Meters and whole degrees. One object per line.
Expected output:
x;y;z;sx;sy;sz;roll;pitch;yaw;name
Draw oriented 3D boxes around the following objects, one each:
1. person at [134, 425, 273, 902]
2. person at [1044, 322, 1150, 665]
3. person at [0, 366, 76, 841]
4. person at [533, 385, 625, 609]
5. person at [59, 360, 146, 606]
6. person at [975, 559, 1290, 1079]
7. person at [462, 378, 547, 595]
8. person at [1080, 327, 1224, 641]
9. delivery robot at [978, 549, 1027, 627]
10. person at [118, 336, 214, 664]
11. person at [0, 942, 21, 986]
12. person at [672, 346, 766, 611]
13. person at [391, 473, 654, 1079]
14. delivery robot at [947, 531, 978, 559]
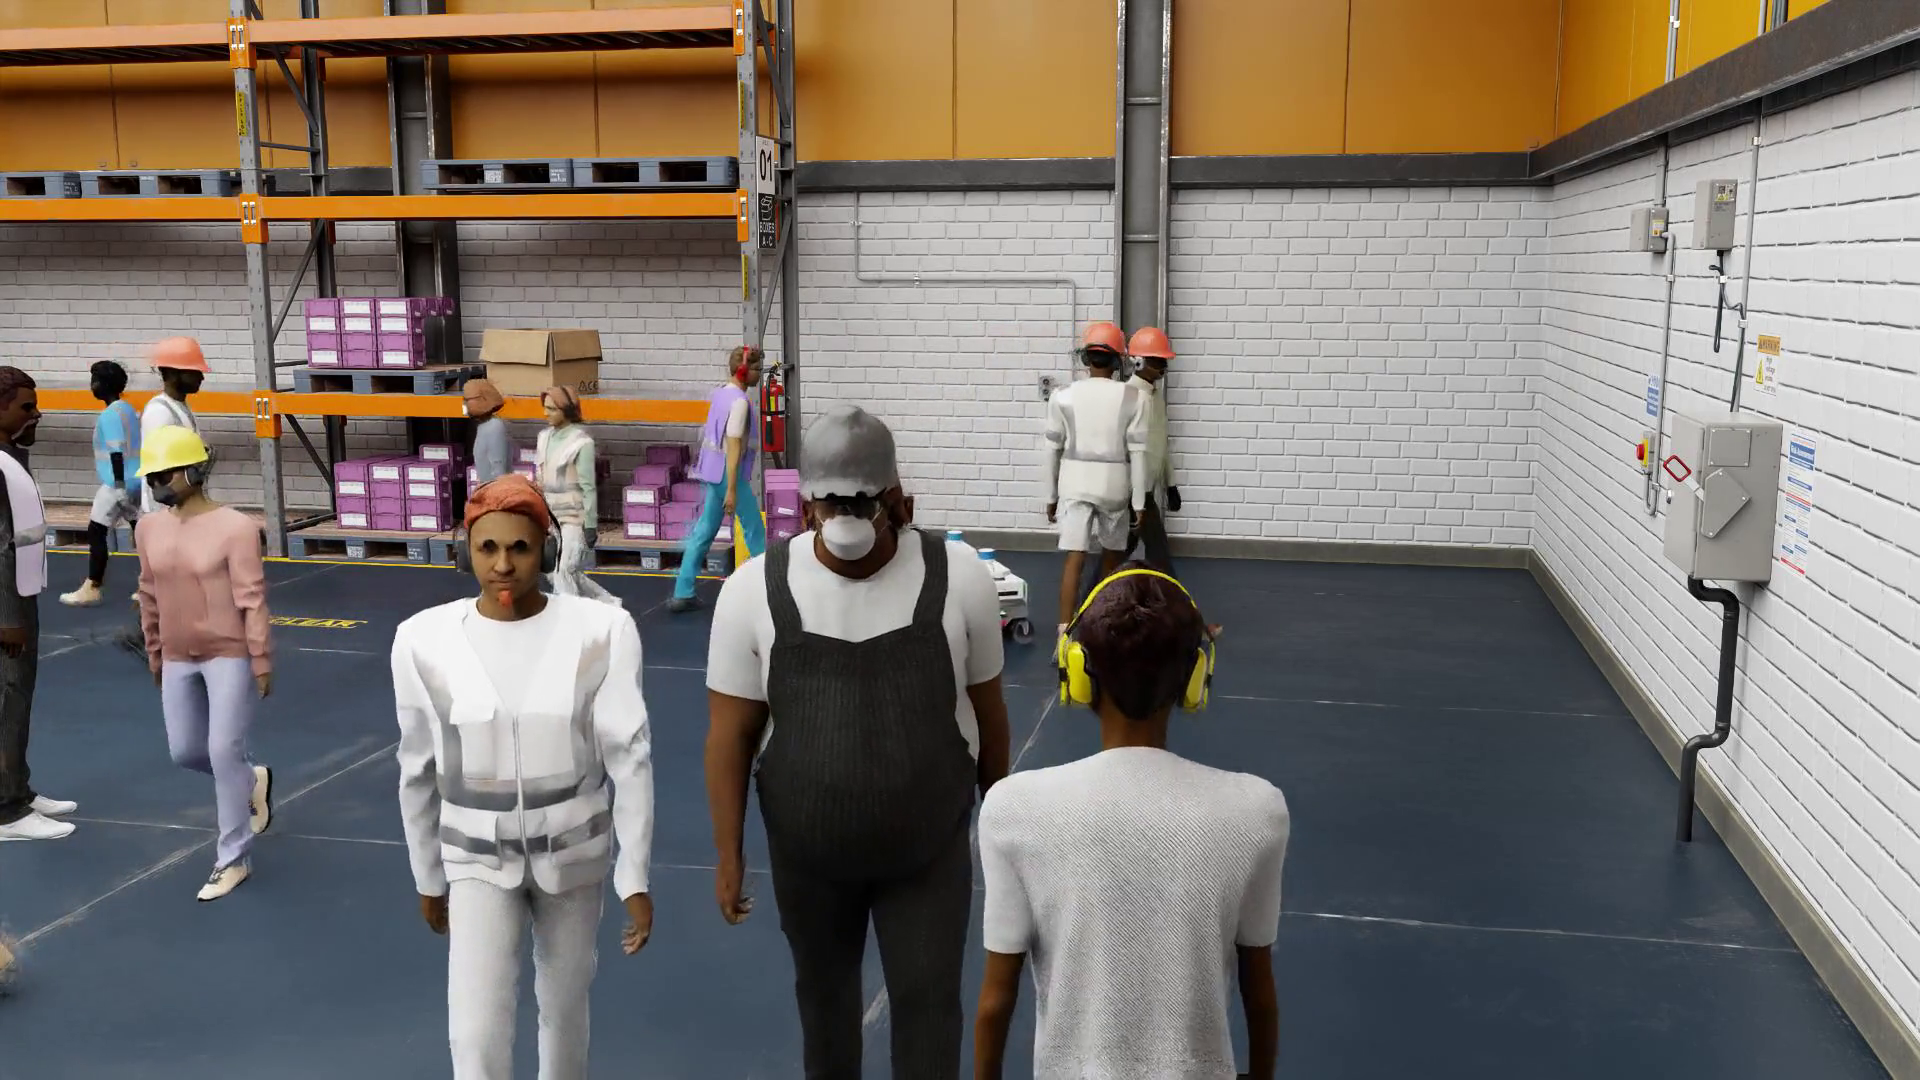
-2.798;0.422;6.276;0.549;1.740;0.635;2;10;10;person
0.791;-0.275;9.785;0.629;1.998;1.034;2;10;11;person
-3.867;0.256;6.743;0.370;1.915;0.597;-4;10;-25;person
-2.275;-0.117;9.856;0.594;1.616;0.516;-9;13;-43;person
-5.803;-0.375;11.290;0.762;1.669;0.547;-2;10;-11;person
0.272;0.960;2.691;0.515;1.854;0.438;0;9;2;person
-2.865;-0.247;10.718;0.738;1.599;0.525;-4;10;-25;person
1.159;-0.354;10.360;1.037;1.933;0.632;4;10;24;person
0.161;0.298;10.299;0.477;0.478;0.707;-3;10;-17;delivery robot
-4.445;-0.193;9.435;0.509;1.916;0.579;-2;10;-13;person
-3.160;0.559;4.714;0.622;1.995;1.079;3;10;18;person
-1.503;-0.402;11.110;0.982;1.776;0.697;-4;10;-23;person
-0.981;0.786;3.764;0.581;1.838;0.957;-2;10;-12;person
-0.032;0.182;10.997;0.477;0.478;0.707;-3;10;-17;delivery robot
